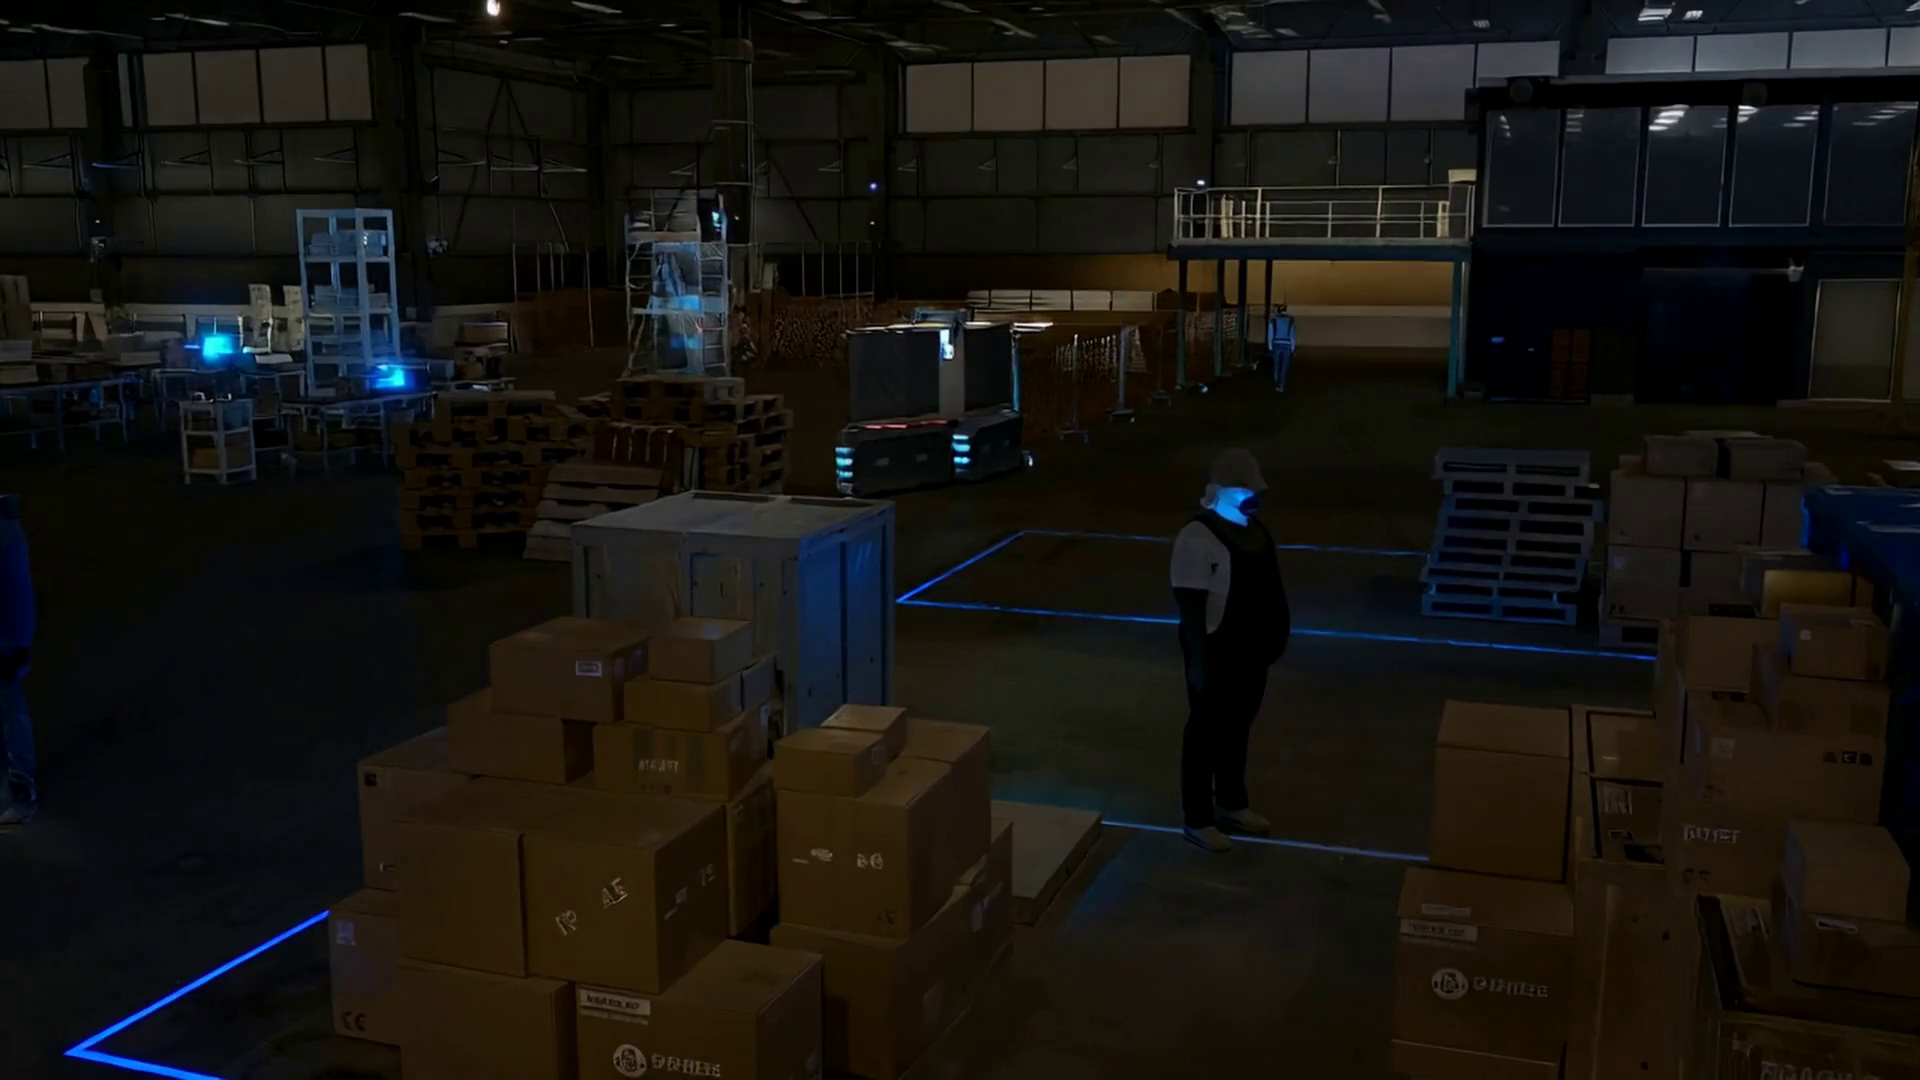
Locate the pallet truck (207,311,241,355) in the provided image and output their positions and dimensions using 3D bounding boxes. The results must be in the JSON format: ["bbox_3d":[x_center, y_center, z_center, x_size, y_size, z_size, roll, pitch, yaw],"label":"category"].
[{"bbox_3d":[-19.537,-5.575,44.913,0.653,1.274,1.630,3,11,19],"label":"pallet truck"}]

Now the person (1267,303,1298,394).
[{"bbox_3d":[6.657,-3.958,34.280,0.606,1.839,0.922,3,11,18],"label":"person"}]

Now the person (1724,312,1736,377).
[{"bbox_3d":[17.314,-4.515,37.376,0.577,1.848,0.563,-7,12,-34],"label":"person"}]

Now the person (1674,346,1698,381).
[{"bbox_3d":[15.243,-3.915,34.711,0.874,1.582,0.521,9,14,42],"label":"person"}]

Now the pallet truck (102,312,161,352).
[{"bbox_3d":[-23.057,-5.777,46.261,0.680,1.201,1.601,3,11,19],"label":"pallet truck"}]

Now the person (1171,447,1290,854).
[{"bbox_3d":[1.395,0.538,8.407,0.538,2.000,0.689,8,13,39],"label":"person"}]

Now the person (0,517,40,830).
[{"bbox_3d":[-5.113,0.520,8.640,0.611,1.995,0.381,1,10,4],"label":"person"}]

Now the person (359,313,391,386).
[{"bbox_3d":[-11.832,-3.943,33.637,0.615,2.041,0.392,-8,13,-37],"label":"person"}]

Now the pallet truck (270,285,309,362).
[{"bbox_3d":[-17.147,-5.700,43.663,0.823,1.965,1.885,3,11,17],"label":"pallet truck"}]

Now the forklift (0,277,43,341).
[{"bbox_3d":[-27.151,-6.329,46.328,1.157,1.987,2.680,3,11,17],"label":"forklift"}]

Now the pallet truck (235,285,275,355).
[{"bbox_3d":[-18.327,-5.835,44.421,0.823,1.965,1.885,4,11,23],"label":"pallet truck"}]

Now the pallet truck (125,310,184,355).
[{"bbox_3d":[-22.038,-5.665,45.457,0.704,1.261,1.522,3,11,17],"label":"pallet truck"}]
